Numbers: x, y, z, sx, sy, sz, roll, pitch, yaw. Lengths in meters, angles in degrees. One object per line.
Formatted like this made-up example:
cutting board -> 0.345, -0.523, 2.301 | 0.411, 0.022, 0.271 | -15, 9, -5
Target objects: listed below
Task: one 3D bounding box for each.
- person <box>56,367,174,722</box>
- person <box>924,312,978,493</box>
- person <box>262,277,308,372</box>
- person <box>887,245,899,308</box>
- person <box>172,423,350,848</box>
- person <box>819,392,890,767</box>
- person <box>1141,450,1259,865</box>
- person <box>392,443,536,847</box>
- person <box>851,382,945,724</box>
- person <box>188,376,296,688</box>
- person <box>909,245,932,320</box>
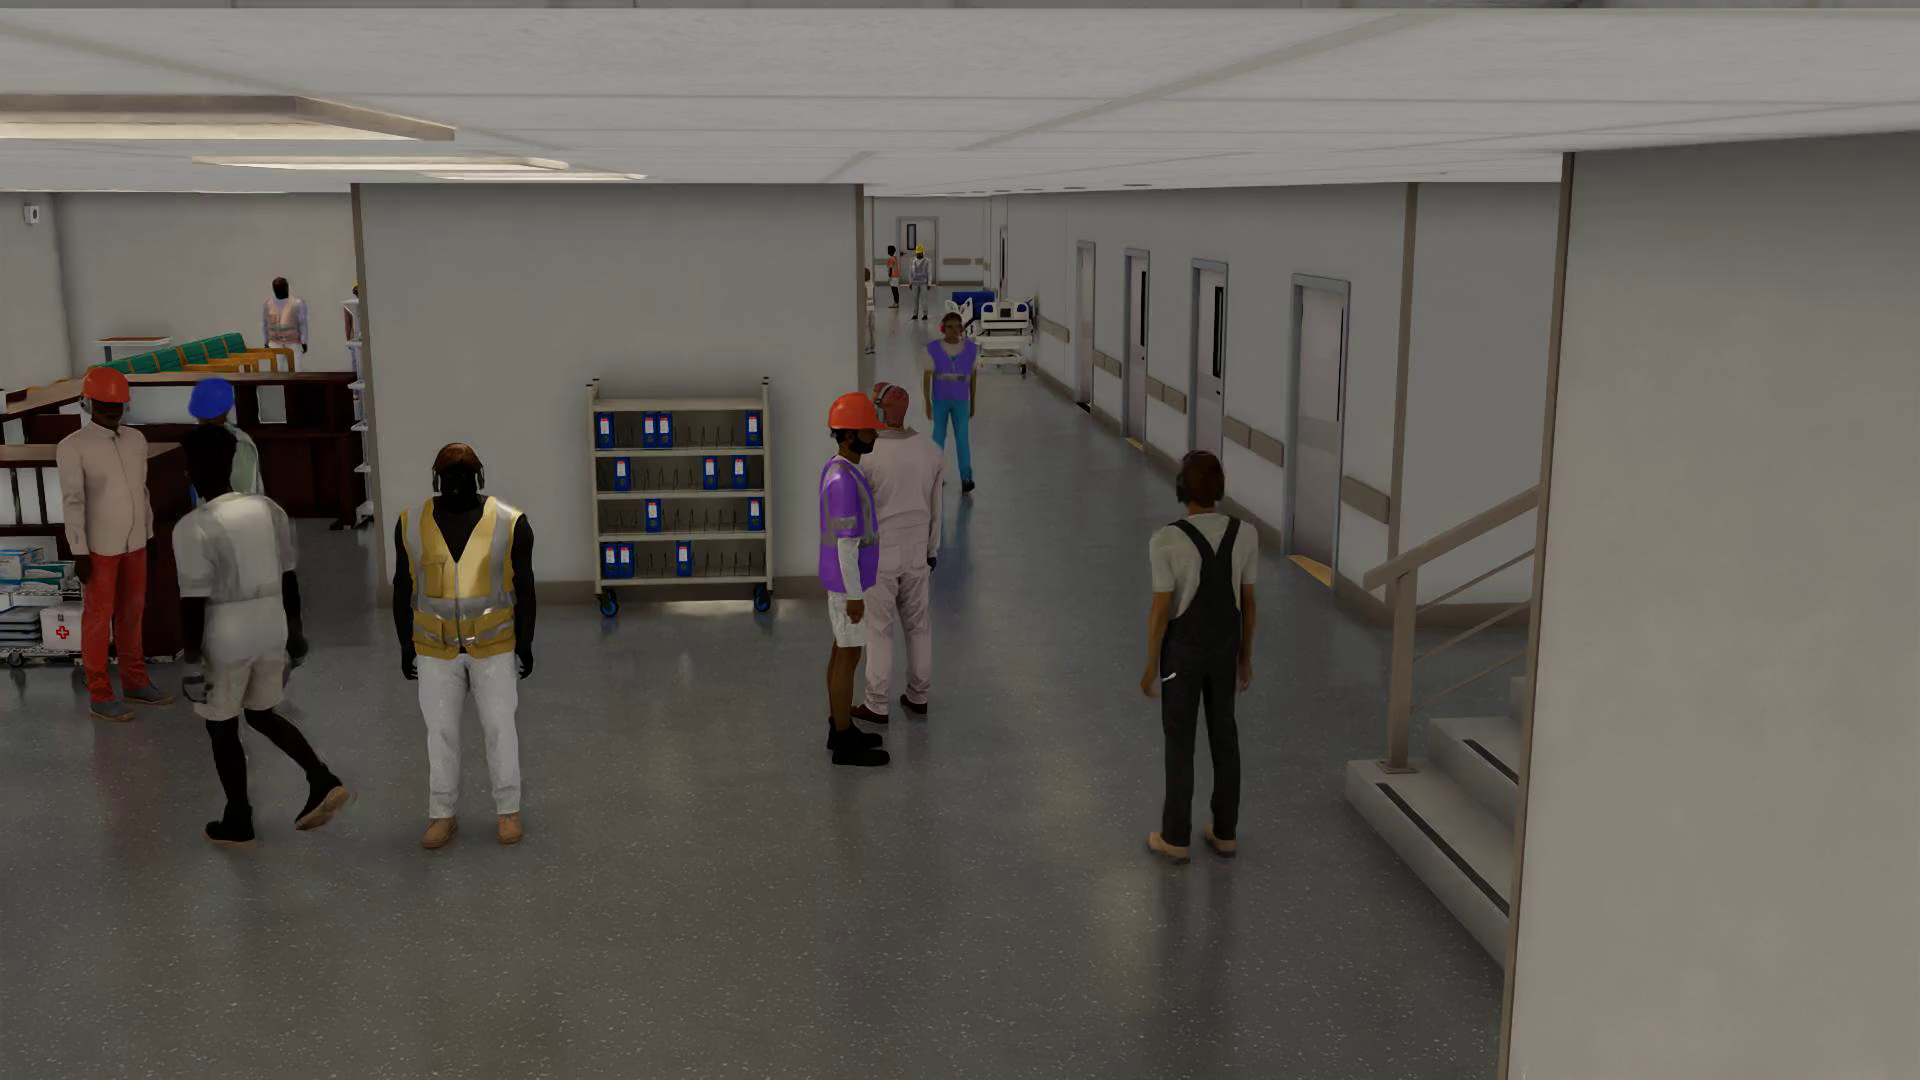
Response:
person -> -4.771, 0.014, 9.410 | 0.392, 1.991, 0.612 | 3, 12, 15
person -> -0.087, -1.389, 16.756 | 0.576, 1.795, 0.979 | -2, 12, -12
person -> -9.620, -2.818, 23.676 | 0.654, 1.831, 0.577 | -1, 12, -7
person -> -1.816, -7.151, 45.183 | 0.323, 1.690, 0.534 | 1, 12, 7
person -> -3.160, 0.444, 7.437 | 0.628, 1.938, 0.659 | 4, 12, 19
person -> -0.552, 0.199, 8.639 | 0.360, 1.939, 0.543 | -1, 12, -7
person -> 1.050, 0.523, 7.311 | 0.546, 1.844, 0.335 | -4, 12, -17
person -> -2.234, 0.476, 7.524 | 0.627, 1.846, 0.429 | -2, 12, -9
person -> -0.397, 0.071, 9.333 | 0.641, 1.913, 0.407 | -9, 14, -36
person -> -4.235, -0.018, 9.744 | 0.494, 1.918, 0.681 | -10, 15, -41
person -> -0.977, -6.298, 40.684 | 0.590, 1.824, 0.403 | 5, 12, 22
